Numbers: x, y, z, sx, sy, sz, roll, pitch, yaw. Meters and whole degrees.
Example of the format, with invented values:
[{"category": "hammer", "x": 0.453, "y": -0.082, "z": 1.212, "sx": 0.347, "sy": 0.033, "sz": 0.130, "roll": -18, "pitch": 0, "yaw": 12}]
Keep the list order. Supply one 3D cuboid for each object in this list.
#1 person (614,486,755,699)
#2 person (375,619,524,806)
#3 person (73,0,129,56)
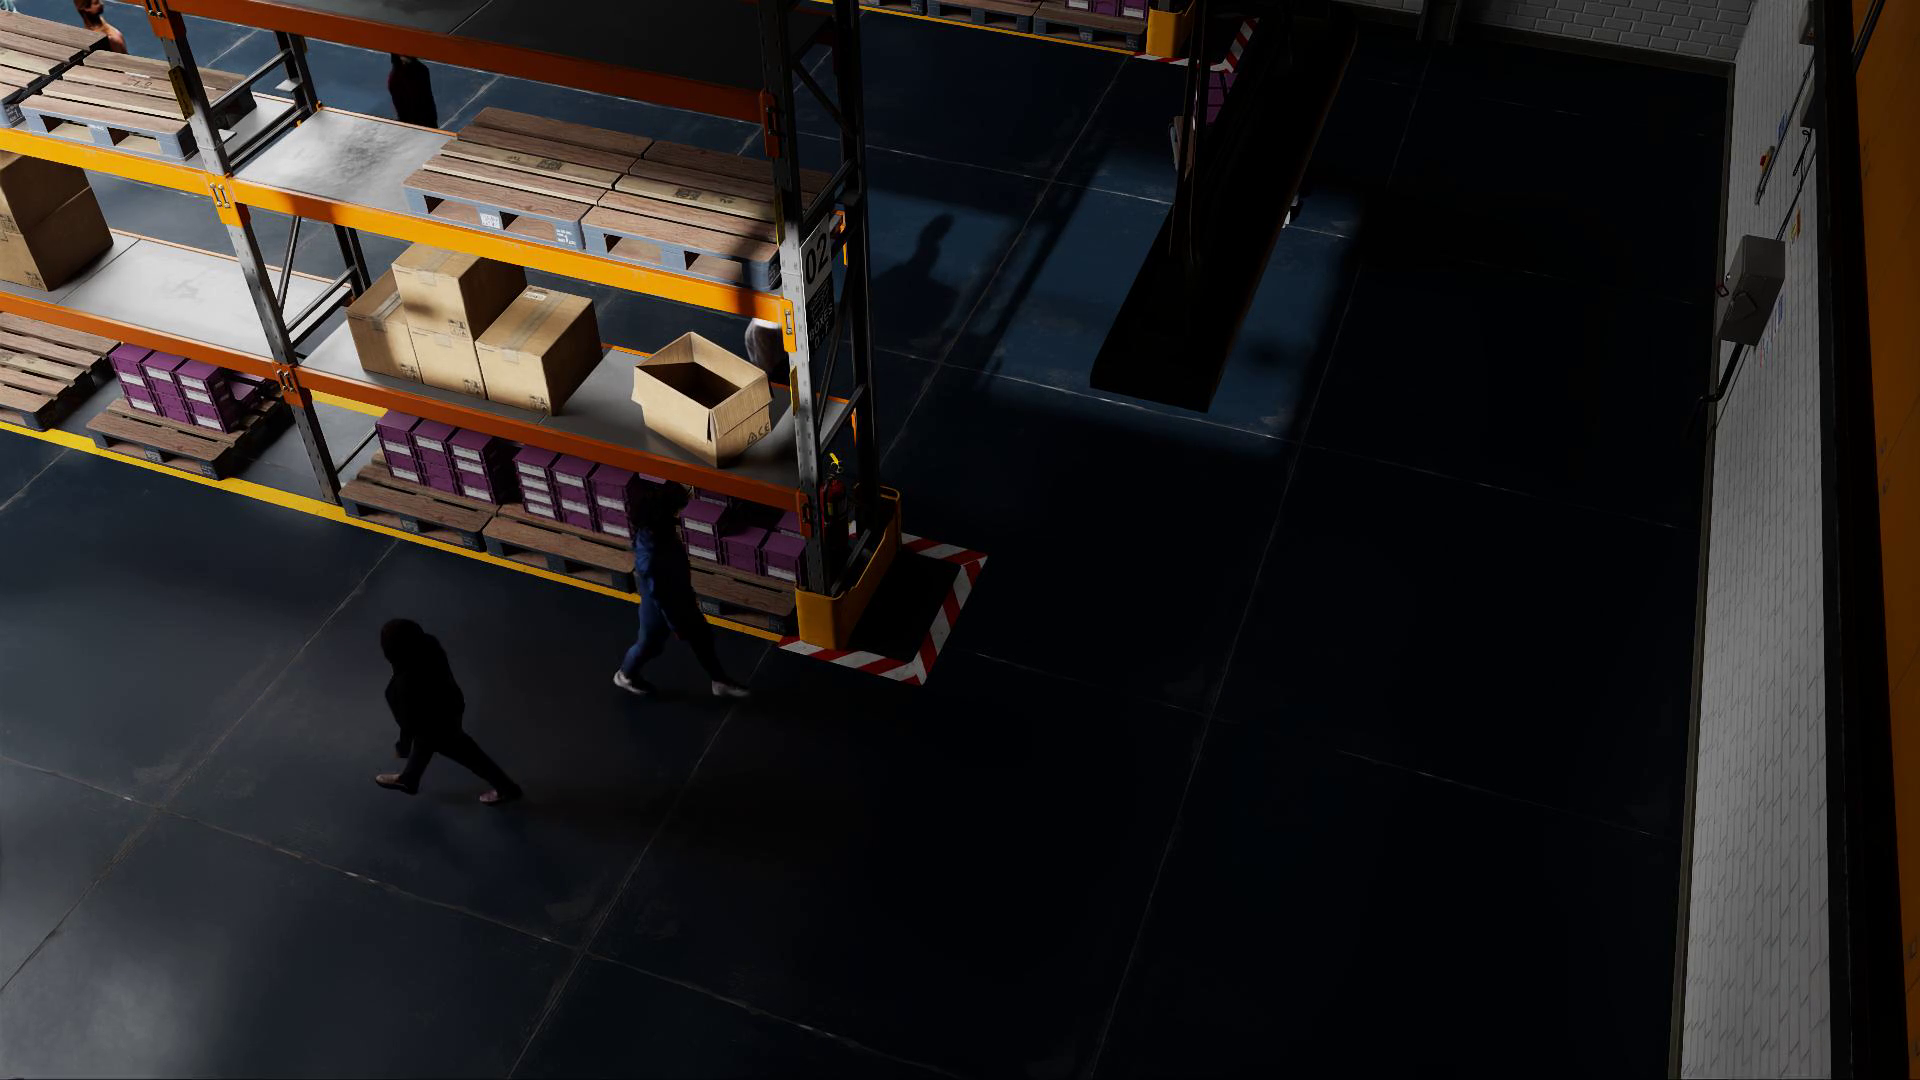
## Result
[{"category": "person", "x": -1.936, "y": 0.399, "z": 10.482, "sx": 1.190, "sy": 1.772, "sz": 0.771, "roll": 8, "pitch": 44, "yaw": 8}, {"category": "person", "x": -3.025, "y": 1.079, "z": 9.921, "sx": 1.222, "sy": 1.560, "sz": 0.959, "roll": -4, "pitch": 44, "yaw": -4}, {"category": "person", "x": -7.699, "y": -4.169, "z": 15.233, "sx": 0.694, "sy": 1.832, "sz": 0.653, "roll": -14, "pitch": 45, "yaw": -14}]
